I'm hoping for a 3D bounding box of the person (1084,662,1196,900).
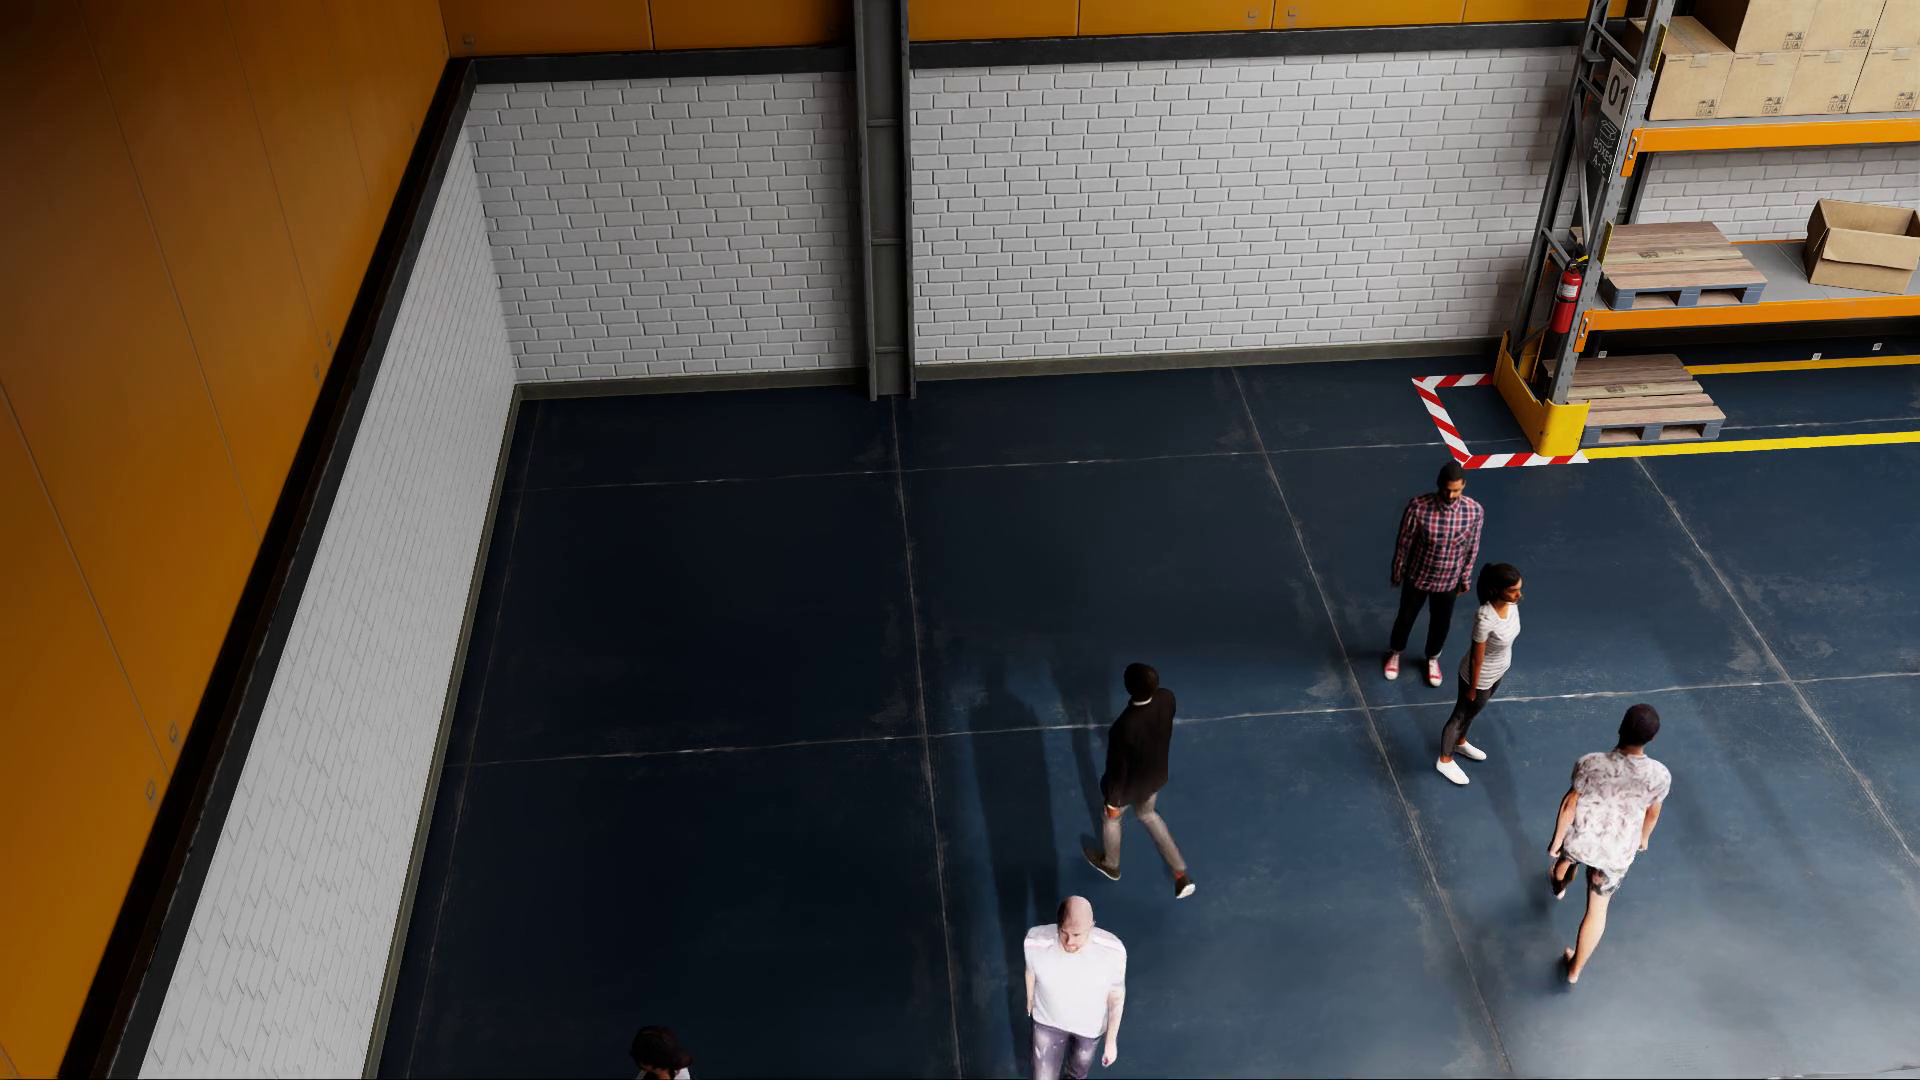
[{"bbox_3d":[1.074,1.411,9.529,1.074,1.780,1.066,-28,46,-30],"label":"person"}]

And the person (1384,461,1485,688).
[{"bbox_3d":[3.139,0.209,11.052,0.593,1.756,0.792,4,39,5],"label":"person"}]

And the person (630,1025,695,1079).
[{"bbox_3d":[-1.245,2.826,7.778,0.793,1.754,0.624,0,39,0],"label":"person"}]

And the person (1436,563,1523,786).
[{"bbox_3d":[3.257,0.805,10.394,0.712,1.647,0.654,27,46,30],"label":"person"}]

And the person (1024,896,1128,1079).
[{"bbox_3d":[0.580,2.321,8.371,0.955,1.802,0.829,3,39,4],"label":"person"}]

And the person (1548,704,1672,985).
[{"bbox_3d":[3.535,1.702,9.175,1.177,1.766,1.030,10,40,12],"label":"person"}]
